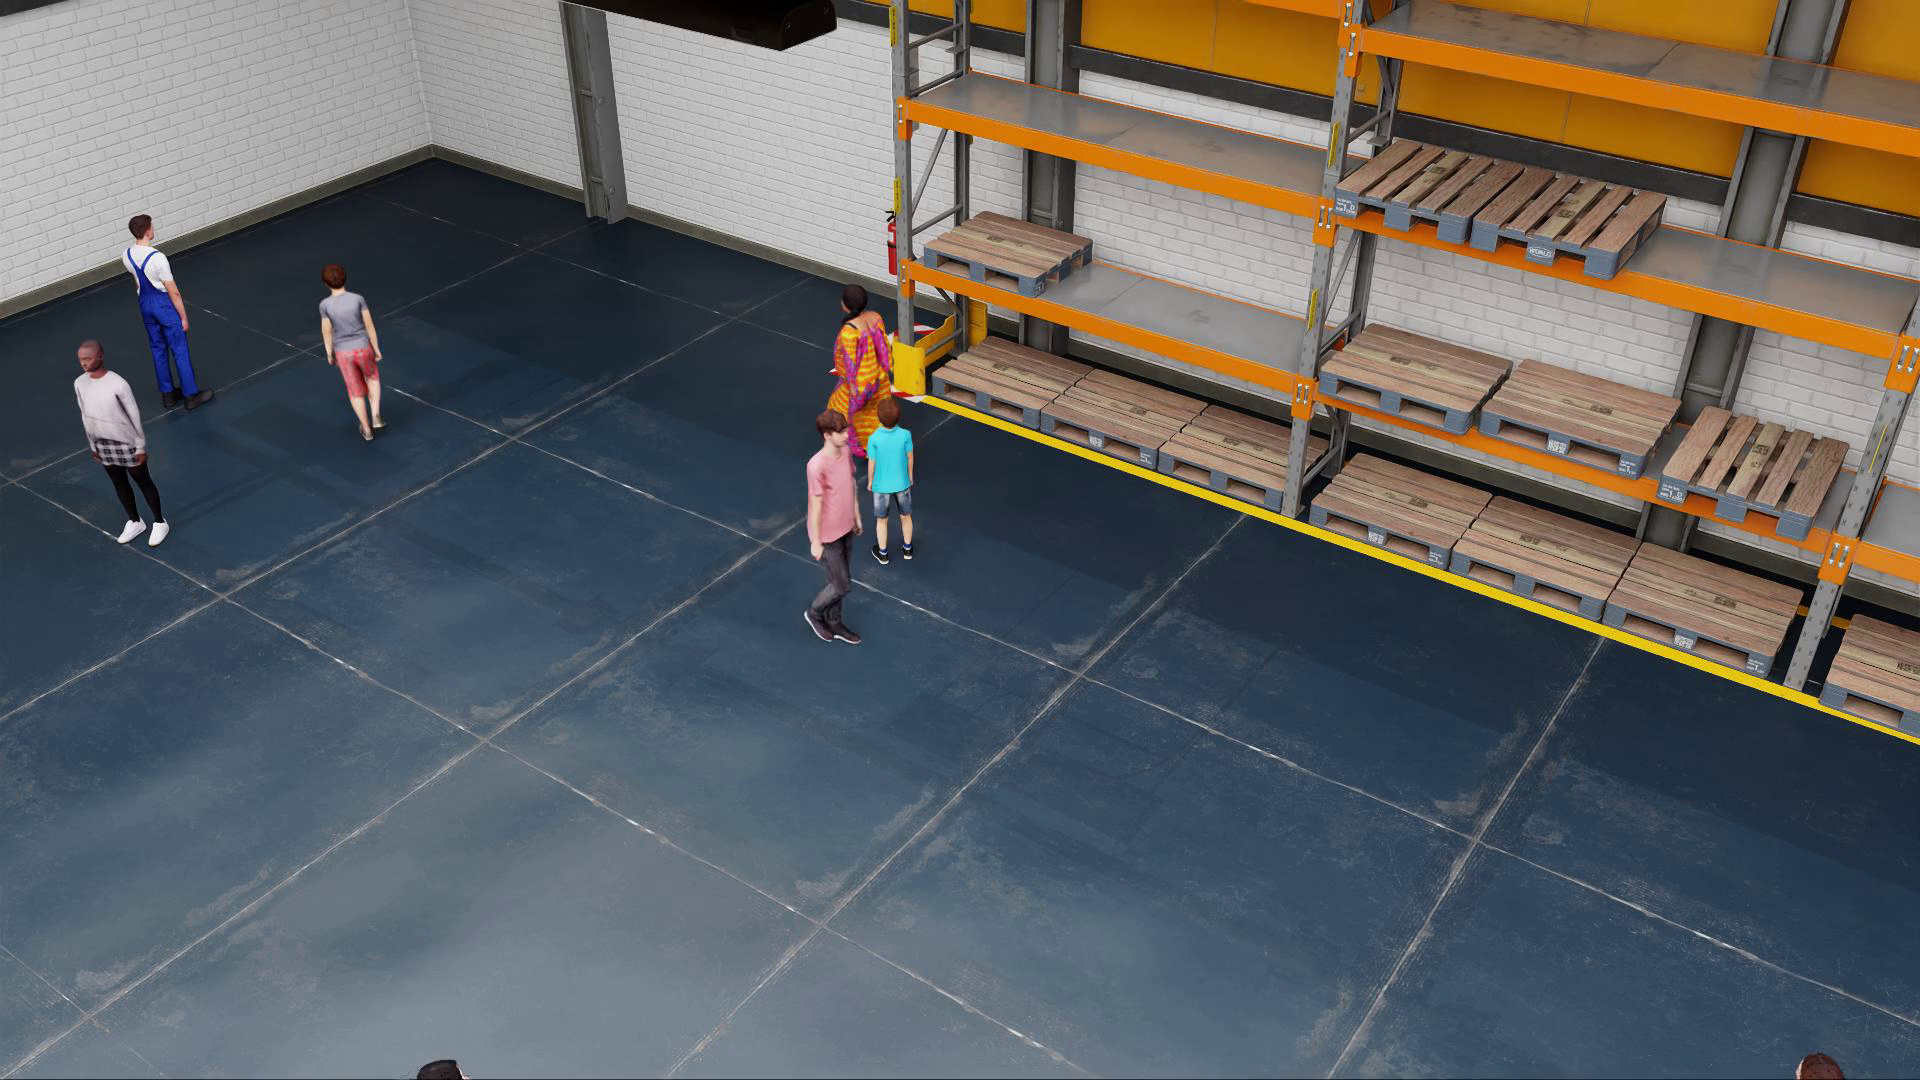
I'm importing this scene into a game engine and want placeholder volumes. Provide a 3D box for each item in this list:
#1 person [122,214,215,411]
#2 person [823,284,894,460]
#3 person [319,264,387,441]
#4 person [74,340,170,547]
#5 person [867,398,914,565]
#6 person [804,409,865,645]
[{"bbox_3d":[-7.257,-2.068,15.092,0.614,1.848,0.746,8,35,13],"label":"person"},{"bbox_3d":[-0.806,-1.402,14.272,0.894,1.646,0.668,25,41,33],"label":"person"},{"bbox_3d":[-5.305,-1.607,14.588,0.728,1.638,0.771,-13,36,-19],"label":"person"},{"bbox_3d":[-6.683,-0.781,13.224,0.635,1.772,0.758,4,34,5],"label":"person"},{"bbox_3d":[-0.538,-0.473,13.053,0.597,1.449,0.641,-9,35,-14],"label":"person"},{"bbox_3d":[-0.996,-0.090,12.024,0.728,1.950,0.709,15,36,21],"label":"person"}]
